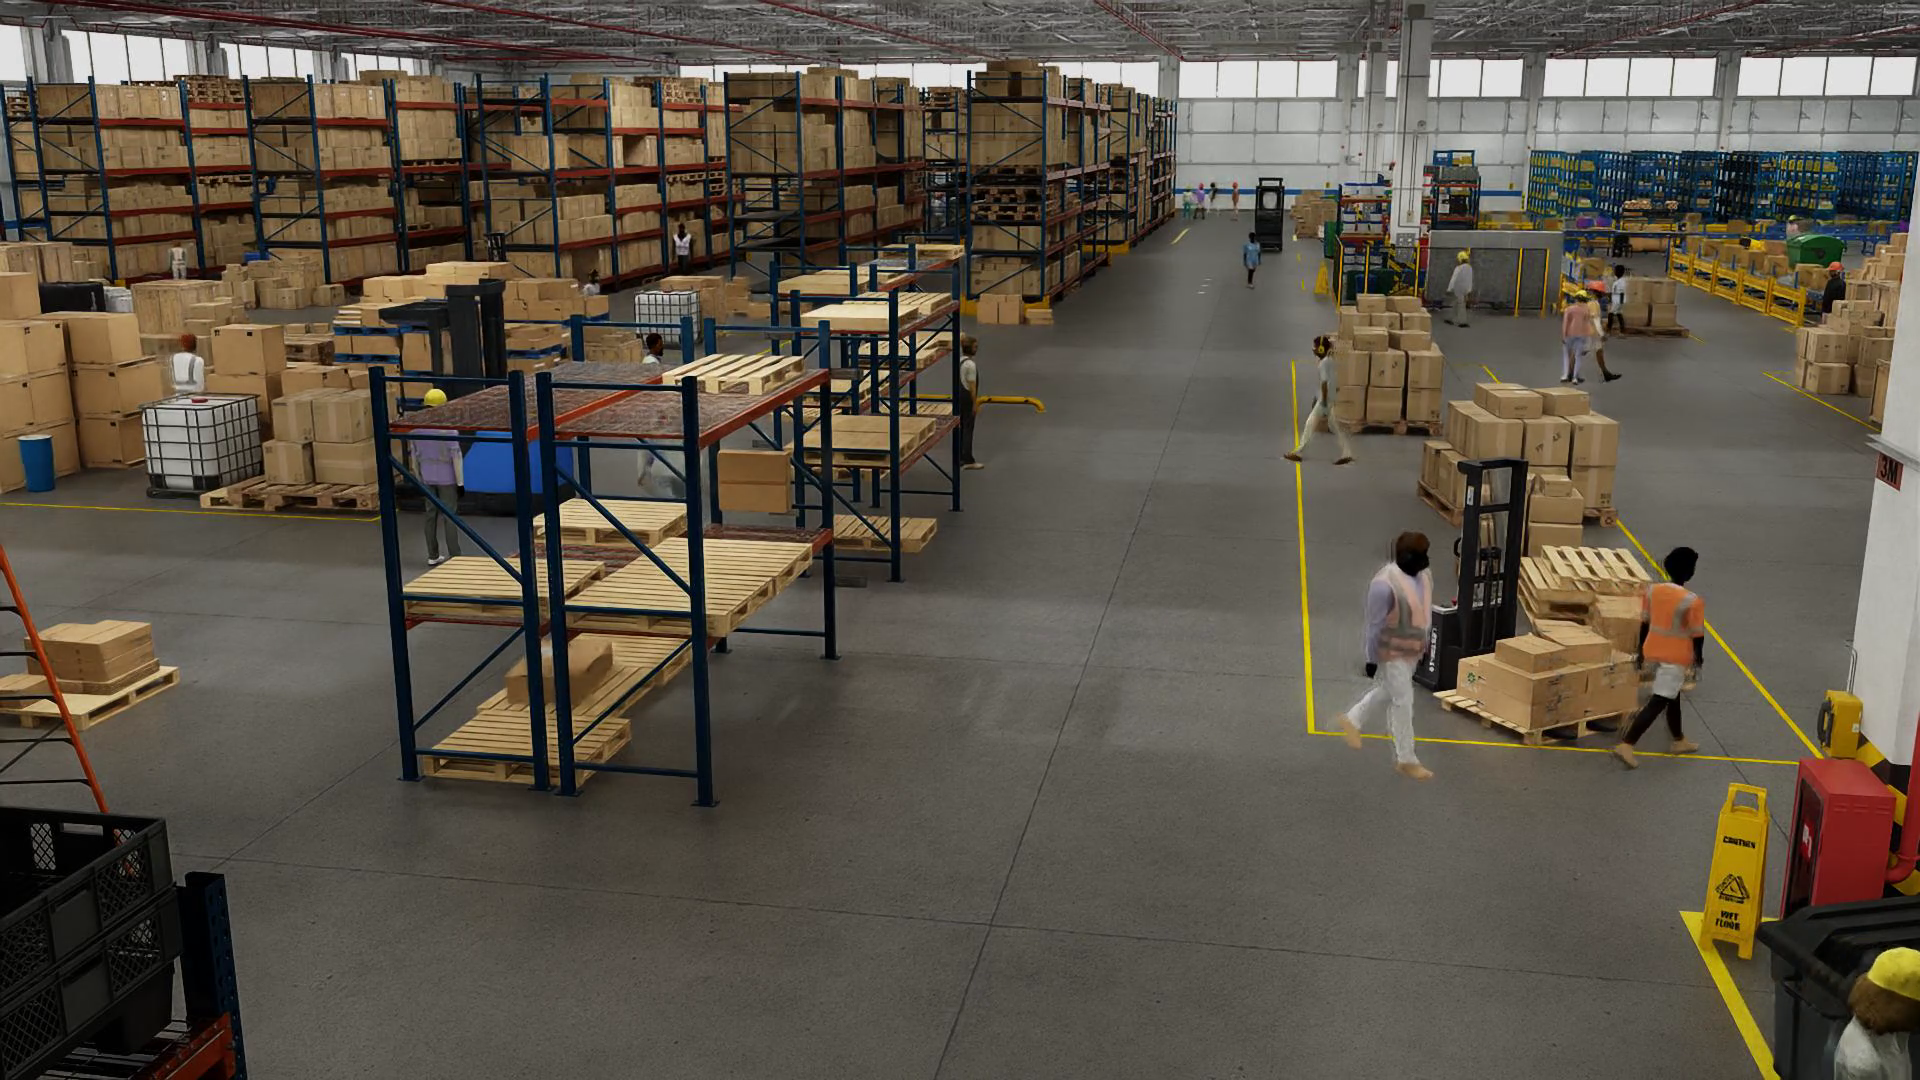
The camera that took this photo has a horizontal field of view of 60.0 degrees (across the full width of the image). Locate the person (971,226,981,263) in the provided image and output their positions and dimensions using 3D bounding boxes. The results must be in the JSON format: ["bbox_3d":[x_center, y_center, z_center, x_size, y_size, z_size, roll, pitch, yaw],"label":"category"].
[{"bbox_3d":[0.520,-10.250,56.963,0.429,1.839,0.634,10,17,34],"label":"person"}]

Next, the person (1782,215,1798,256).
[{"bbox_3d":[29.040,-10.466,58.088,0.893,1.720,0.535,-4,14,-15],"label":"person"}]

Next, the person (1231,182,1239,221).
[{"bbox_3d":[14.295,-17.585,86.420,0.388,1.996,0.612,2,14,6],"label":"person"}]

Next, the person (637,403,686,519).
[{"bbox_3d":[-3.206,-0.720,18.130,0.632,1.905,0.853,-8,16,-28],"label":"person"}]

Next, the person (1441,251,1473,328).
[{"bbox_3d":[11.850,-5.977,39.695,0.607,1.787,0.889,-12,18,-40],"label":"person"}]

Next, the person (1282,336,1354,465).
[{"bbox_3d":[5.104,-1.946,23.309,1.016,1.817,0.528,8,16,29],"label":"person"}]

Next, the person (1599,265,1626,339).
[{"bbox_3d":[14.673,-5.345,37.396,0.781,1.665,0.544,4,14,16],"label":"person"}]

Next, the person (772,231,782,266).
[{"bbox_3d":[-6.125,-9.976,56.351,0.523,1.593,0.830,1,14,5],"label":"person"}]

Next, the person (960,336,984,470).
[{"bbox_3d":[0.097,-1.899,23.042,0.347,1.847,0.505,-7,15,-26],"label":"person"}]

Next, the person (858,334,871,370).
[{"bbox_3d":[-1.892,-4.305,32.564,0.609,1.964,0.367,6,15,24],"label":"person"}]

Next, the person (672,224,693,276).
[{"bbox_3d":[-8.326,-8.563,50.044,0.583,1.883,1.002,2,14,7],"label":"person"}]

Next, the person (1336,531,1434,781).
[{"bbox_3d":[3.159,0.789,12.225,0.637,1.815,0.870,-13,19,-42],"label":"person"}]

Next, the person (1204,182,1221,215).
[{"bbox_3d":[14.086,-18.948,92.367,0.926,1.804,0.623,-5,15,-18],"label":"person"}]

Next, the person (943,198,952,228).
[{"bbox_3d":[-0.485,-14.961,75.954,0.659,1.903,0.673,10,17,36],"label":"person"}]

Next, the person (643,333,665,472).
[{"bbox_3d":[-4.182,-1.873,22.828,0.400,1.919,0.614,-4,14,-15],"label":"person"}]

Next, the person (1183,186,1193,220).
[{"bbox_3d":[12.002,-17.771,87.646,0.523,1.769,0.324,4,14,14],"label":"person"}]

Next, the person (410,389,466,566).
[{"bbox_3d":[-5.582,-0.663,17.859,0.591,1.927,0.366,4,14,15],"label":"person"}]

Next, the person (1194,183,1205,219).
[{"bbox_3d":[12.727,-17.949,88.116,0.546,1.902,0.873,-6,15,-22],"label":"person"}]

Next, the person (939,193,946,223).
[{"bbox_3d":[-0.826,-16.279,81.944,0.523,1.596,0.860,4,14,15],"label":"person"}]

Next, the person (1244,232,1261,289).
[{"bbox_3d":[8.641,-8.312,49.432,0.528,1.674,0.747,-4,15,-18],"label":"person"}]

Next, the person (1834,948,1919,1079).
[{"bbox_3d":[3.379,2.315,6.182,0.527,1.716,0.520,12,18,40],"label":"person"}]

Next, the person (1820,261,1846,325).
[{"bbox_3d":[17.909,-4.721,34.195,0.376,1.995,0.612,-1,14,-4],"label":"person"}]

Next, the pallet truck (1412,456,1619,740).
[{"bbox_3d":[4.504,0.400,13.395,0.823,1.965,1.885,-6,15,-23],"label":"pallet truck"}]

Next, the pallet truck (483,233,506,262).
[{"bbox_3d":[-11.832,-7.026,43.548,1.885,1.965,0.823,8,16,28],"label":"pallet truck"}]

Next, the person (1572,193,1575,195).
[{"bbox_3d":[33.321,-18.387,89.983,0.570,1.844,0.379,-9,16,-32],"label":"person"}]

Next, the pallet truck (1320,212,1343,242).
[{"bbox_3d":[15.874,-13.227,70.310,0.680,1.201,1.601,10,17,35],"label":"pallet truck"}]

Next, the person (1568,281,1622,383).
[{"bbox_3d":[11.803,-3.836,30.827,0.956,1.886,0.559,7,15,26],"label":"person"}]

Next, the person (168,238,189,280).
[{"bbox_3d":[-22.193,-7.746,47.253,0.521,1.622,0.633,-6,15,-22],"label":"person"}]

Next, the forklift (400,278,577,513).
[{"bbox_3d":[-5.846,-1.785,20.451,1.873,2.768,1.129,3,14,10],"label":"forklift"}]

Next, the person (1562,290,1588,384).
[{"bbox_3d":[11.448,-3.768,30.875,0.540,1.723,0.703,3,14,12],"label":"person"}]

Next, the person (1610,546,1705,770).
[{"bbox_3d":[5.178,0.861,12.240,0.889,1.655,0.533,-6,15,-22],"label":"person"}]

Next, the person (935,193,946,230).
[{"bbox_3d":[-0.918,-14.649,74.704,0.708,1.891,0.571,-11,18,-39],"label":"person"}]

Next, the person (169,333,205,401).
[{"bbox_3d":[-10.884,-2.002,23.518,0.611,1.839,1.010,4,14,14],"label":"person"}]

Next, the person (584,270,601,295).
[{"bbox_3d":[-7.512,-4.665,34.334,0.994,1.814,0.554,8,16,30],"label":"person"}]

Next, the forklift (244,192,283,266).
[{"bbox_3d":[-20.518,-8.947,49.527,1.129,2.768,1.873,0,14,-1],"label":"forklift"}]

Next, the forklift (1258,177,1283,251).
[{"bbox_3d":[12.083,-12.747,64.956,1.129,2.768,1.873,3,14,10],"label":"forklift"}]
